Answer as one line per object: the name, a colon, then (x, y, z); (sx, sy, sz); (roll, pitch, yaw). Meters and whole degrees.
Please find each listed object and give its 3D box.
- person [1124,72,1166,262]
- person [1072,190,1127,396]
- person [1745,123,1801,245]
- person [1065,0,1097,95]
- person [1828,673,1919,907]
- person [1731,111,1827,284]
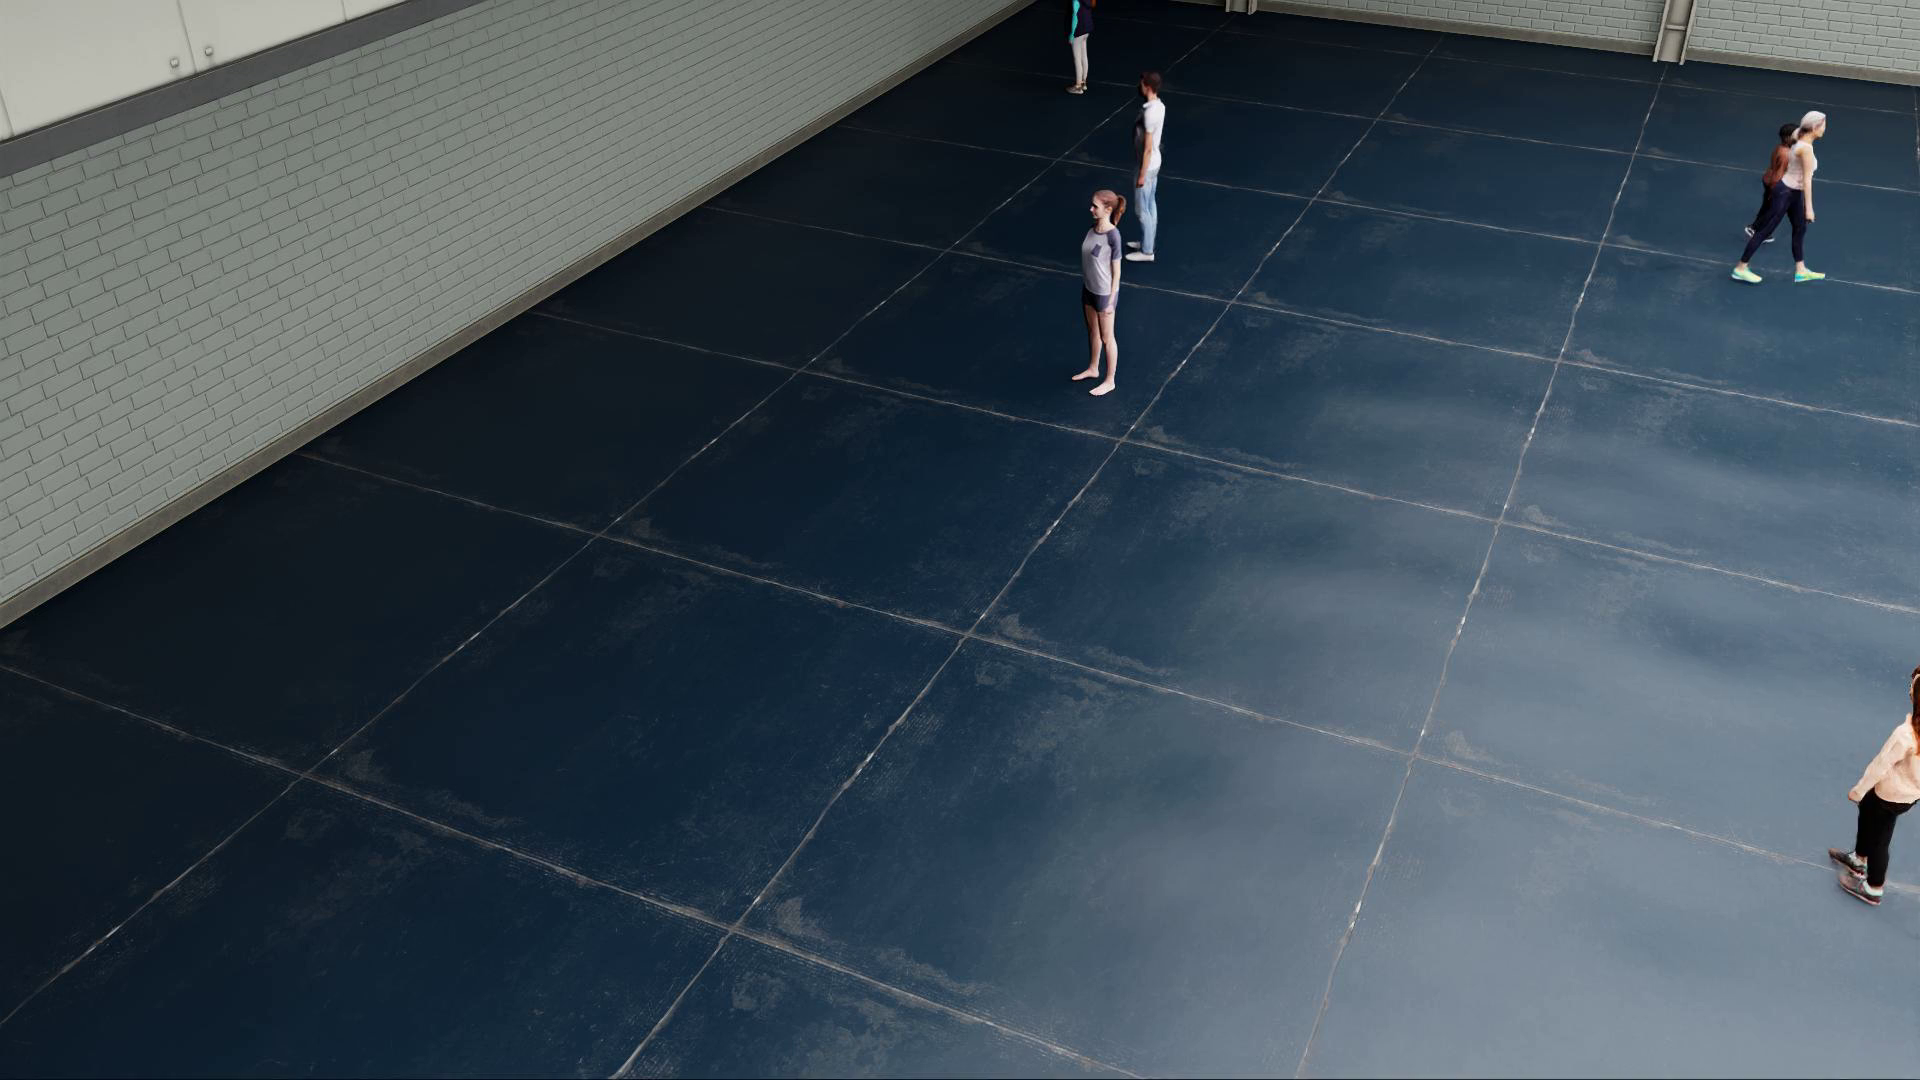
person: (1.845, -3.658, 16.278); (0.612, 1.851, 0.700); (8, 33, 13)
person: (1.176, -2.077, 13.853); (0.734, 1.766, 0.658); (-15, 35, -22)
person: (8.132, -3.585, 16.731); (0.593, 1.246, 0.572); (6, 33, 10)
person: (1.509, -6.404, 20.961); (0.581, 1.500, 0.578); (17, 36, 24)
person: (4.965, 1.337, 8.718); (0.688, 1.470, 0.735); (-22, 38, -31)
person: (7.720, -3.216, 15.751); (1.039, 1.667, 0.628); (14, 35, 20)
